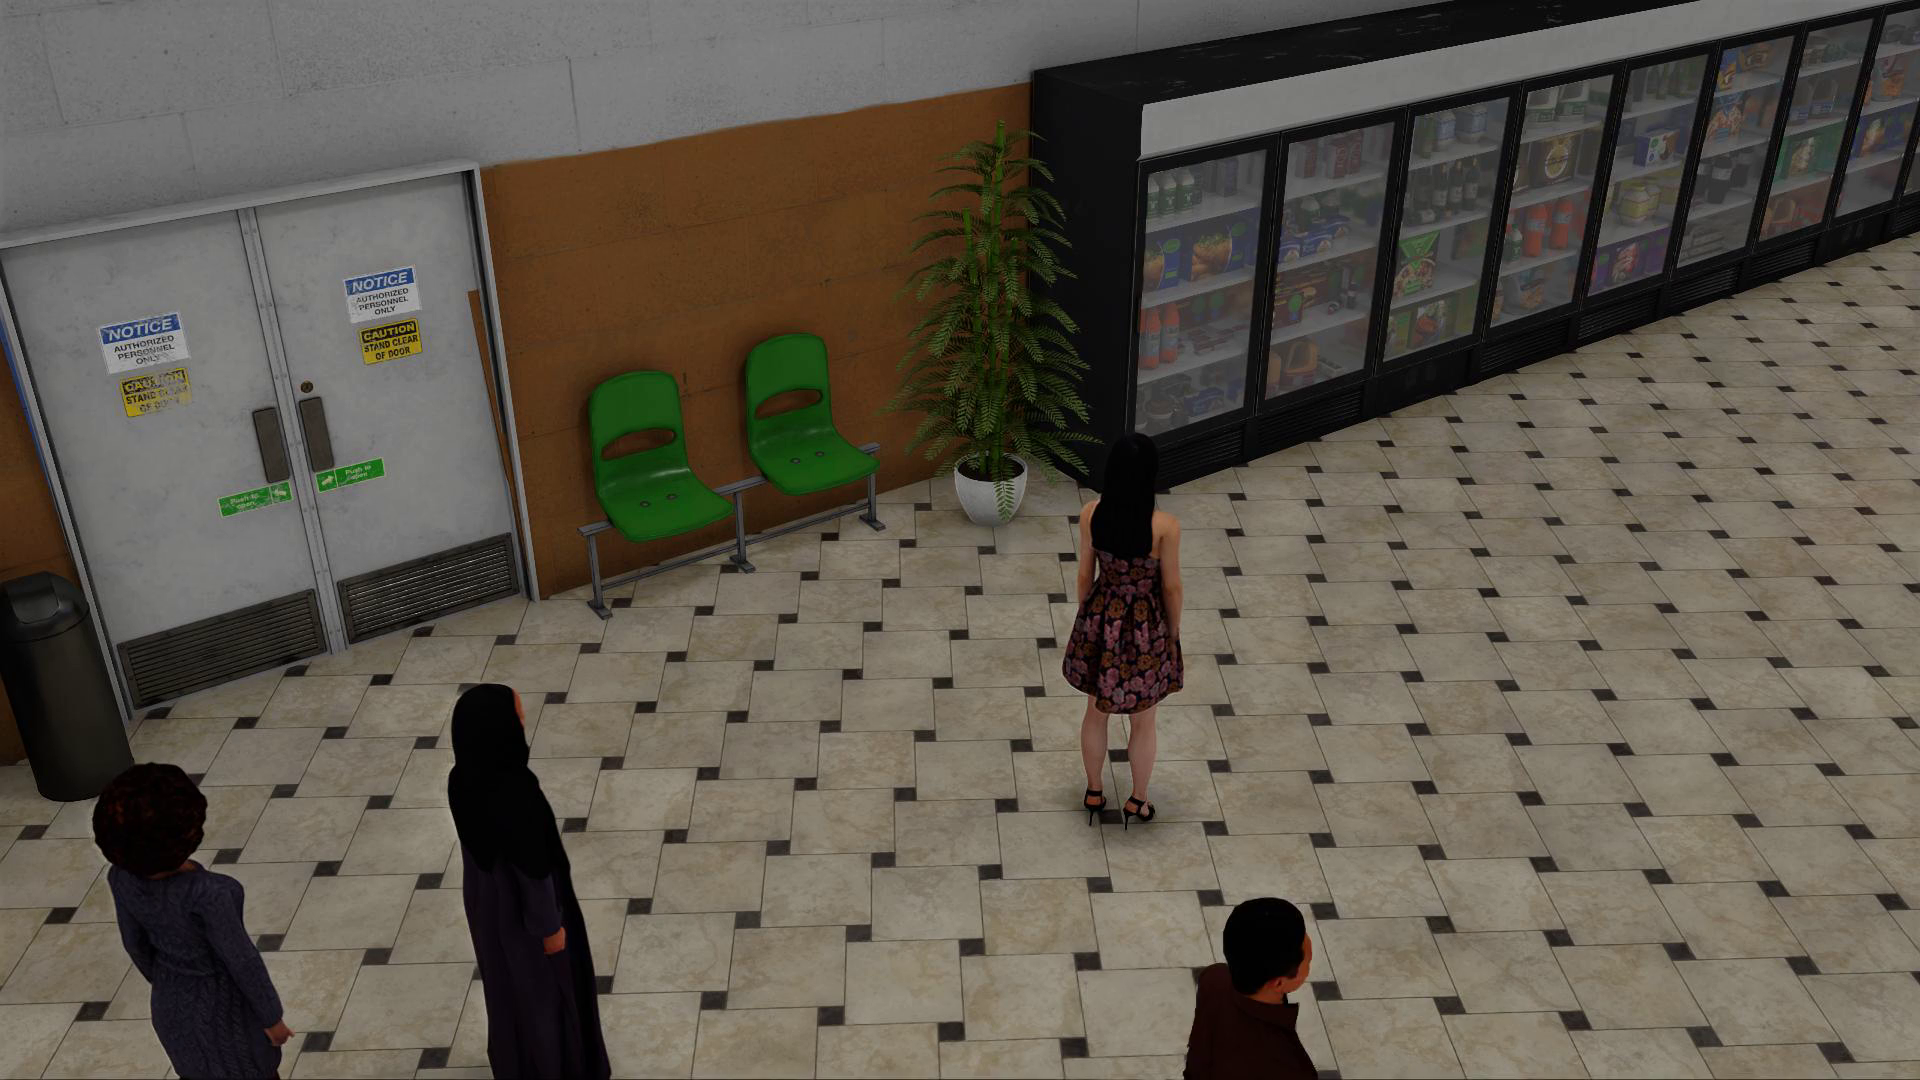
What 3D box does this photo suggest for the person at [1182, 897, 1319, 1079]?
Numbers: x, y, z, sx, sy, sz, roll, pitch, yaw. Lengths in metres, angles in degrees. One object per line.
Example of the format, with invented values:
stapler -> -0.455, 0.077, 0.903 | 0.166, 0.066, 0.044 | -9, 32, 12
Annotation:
person -> 0.665, 1.656, 4.304 | 0.853, 1.769, 0.805 | -7, 29, -13

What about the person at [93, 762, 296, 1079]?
person -> -2.194, 1.383, 4.864 | 0.634, 1.710, 0.728 | 10, 30, 17

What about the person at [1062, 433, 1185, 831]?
person -> 0.660, 0.383, 6.629 | 0.784, 1.774, 0.860 | 10, 30, 18

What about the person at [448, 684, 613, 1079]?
person -> -1.431, 1.159, 5.375 | 0.641, 1.615, 0.511 | -19, 34, -31
